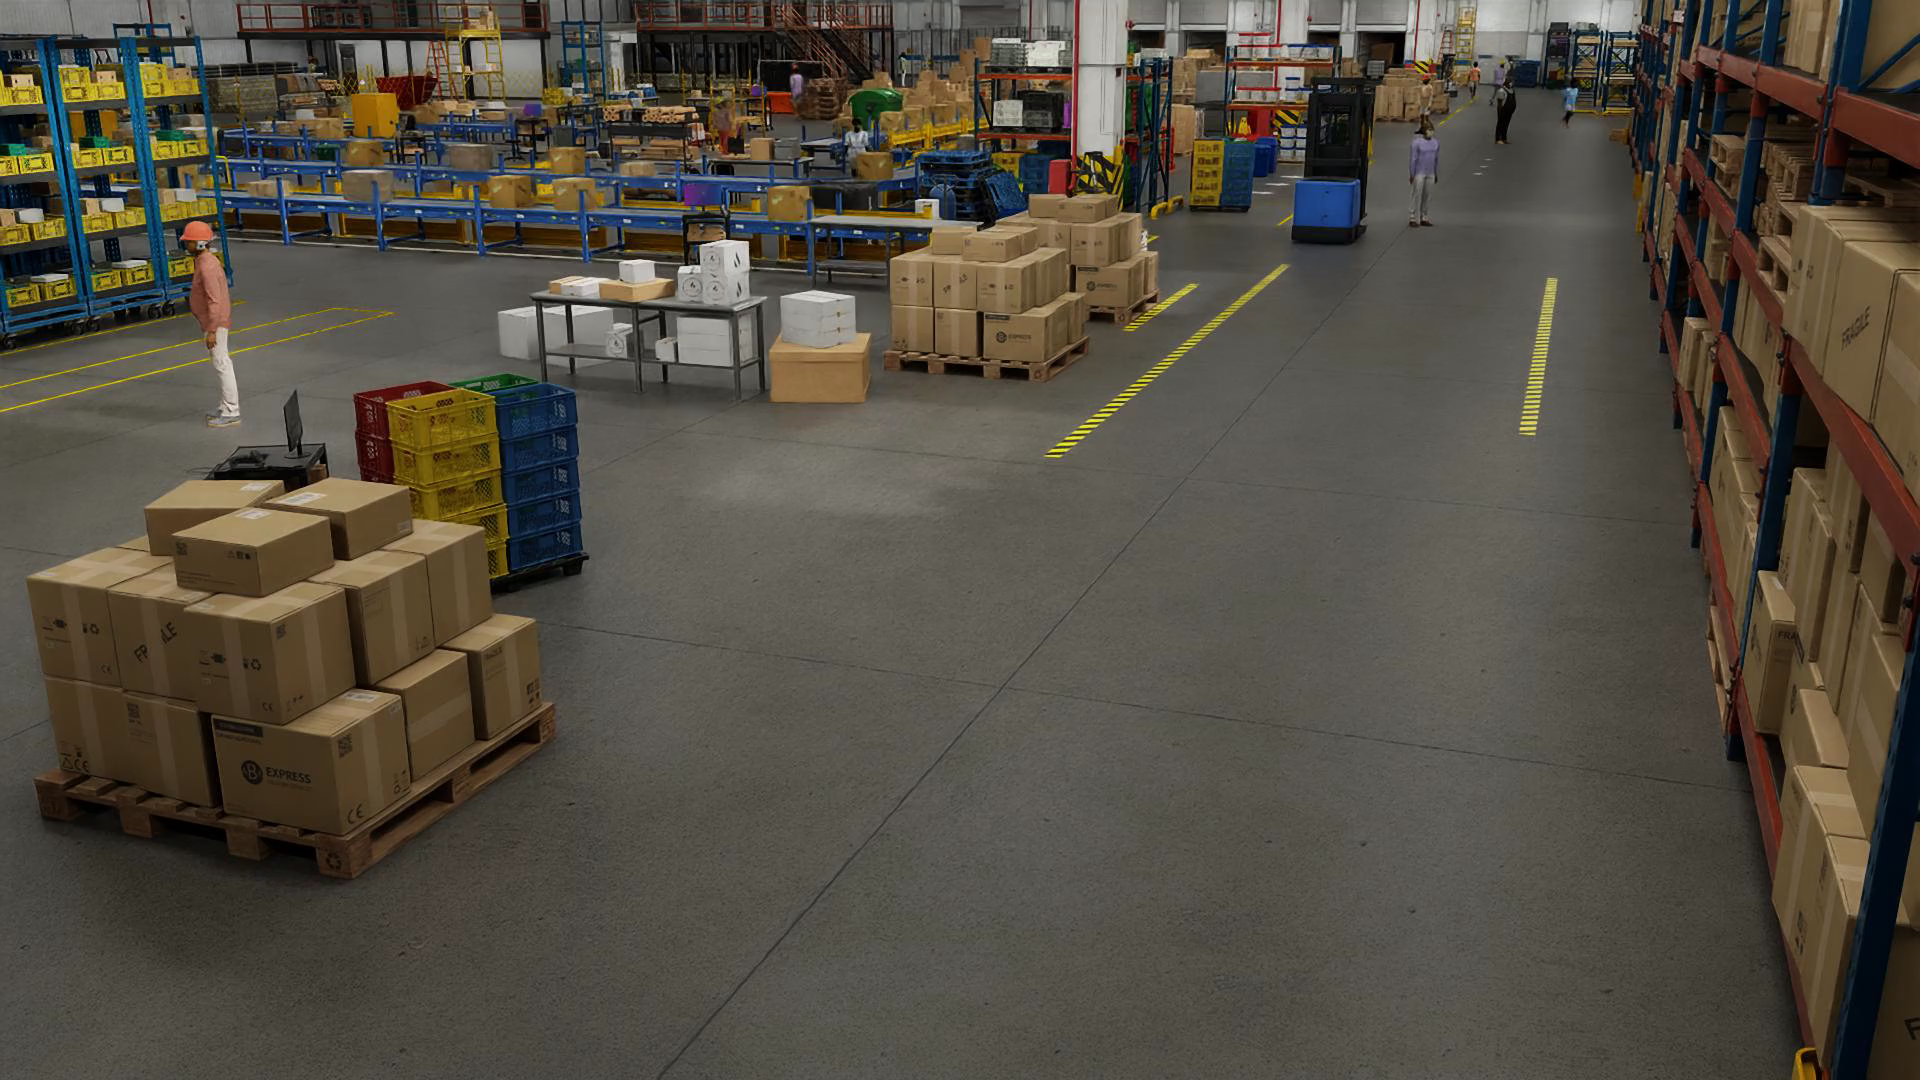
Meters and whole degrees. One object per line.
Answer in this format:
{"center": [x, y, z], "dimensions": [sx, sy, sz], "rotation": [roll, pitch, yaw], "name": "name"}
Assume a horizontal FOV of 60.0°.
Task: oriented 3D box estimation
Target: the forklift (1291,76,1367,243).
{"center": [6.598, -6.755, 29.381], "dimensions": [1.129, 2.768, 1.873], "rotation": [6, 19, 19], "name": "forklift"}

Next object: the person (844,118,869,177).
{"center": [-2.302, -8.579, 37.097], "dimensions": [0.532, 1.659, 0.877], "rotation": [1, 18, 2], "name": "person"}

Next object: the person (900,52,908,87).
{"center": [-2.965, -24.724, 87.523], "dimensions": [0.429, 1.847, 0.628], "rotation": [0, 18, 0], "name": "person"}

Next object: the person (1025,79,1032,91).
{"center": [2.697, -17.477, 64.713], "dimensions": [0.311, 1.869, 0.530], "rotation": [-1, 18, -2], "name": "person"}

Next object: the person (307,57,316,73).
{"center": [-30.372, -21.691, 77.983], "dimensions": [0.361, 1.859, 0.651], "rotation": [-15, 23, -39], "name": "person"}

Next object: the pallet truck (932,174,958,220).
{"center": [-0.507, -5.292, 27.348], "dimensions": [0.653, 1.274, 1.630], "rotation": [6, 19, 19], "name": "pallet truck"}

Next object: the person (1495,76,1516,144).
{"center": [16.655, -13.090, 50.650], "dimensions": [0.688, 2.000, 0.536], "rotation": [-15, 23, -38], "name": "person"}

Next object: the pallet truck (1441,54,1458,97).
{"center": [22.765, -21.886, 78.355], "dimensions": [0.823, 1.965, 1.885], "rotation": [-4, 18, -14], "name": "pallet truck"}

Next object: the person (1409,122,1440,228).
{"center": [8.702, -6.847, 31.198], "dimensions": [0.635, 1.939, 0.362], "rotation": [-7, 19, -21], "name": "person"}

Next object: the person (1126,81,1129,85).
{"center": [9.083, -25.826, 90.899], "dimensions": [0.634, 1.891, 0.983], "rotation": [-7, 19, -22], "name": "person"}

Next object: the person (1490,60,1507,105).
{"center": [23.100, -19.585, 71.291], "dimensions": [0.806, 1.902, 0.595], "rotation": [-16, 23, -40], "name": "person"}

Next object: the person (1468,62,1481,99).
{"center": [23.749, -21.228, 76.796], "dimensions": [0.543, 1.679, 0.431], "rotation": [2, 18, 6], "name": "person"}

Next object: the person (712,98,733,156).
{"center": [-6.350, -11.022, 44.718], "dimensions": [0.531, 1.699, 0.854], "rotation": [10, 20, 29], "name": "person"}

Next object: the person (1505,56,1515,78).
{"center": [26.716, -22.629, 80.951], "dimensions": [0.530, 1.837, 0.373], "rotation": [-6, 19, -18], "name": "person"}

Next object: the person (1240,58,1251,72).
{"center": [13.229, -21.288, 76.760], "dimensions": [0.500, 1.826, 0.630], "rotation": [-7, 19, -20], "name": "person"}

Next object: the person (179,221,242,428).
{"center": [-7.277, -2.099, 16.185], "dimensions": [0.374, 1.997, 0.609], "rotation": [-7, 19, -22], "name": "person"}

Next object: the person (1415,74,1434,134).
{"center": [15.315, -14.358, 54.797], "dimensions": [0.370, 1.939, 0.543], "rotation": [-7, 19, -22], "name": "person"}

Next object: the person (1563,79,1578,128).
{"center": [21.116, -15.130, 57.646], "dimensions": [0.540, 1.681, 0.475], "rotation": [-6, 19, -18], "name": "person"}

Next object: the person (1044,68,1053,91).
{"center": [4.444, -23.854, 84.720], "dimensions": [0.651, 1.881, 0.532], "rotation": [-1, 18, -2], "name": "person"}

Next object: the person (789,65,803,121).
{"center": [-6.036, -16.465, 61.273], "dimensions": [0.609, 2.029, 0.432], "rotation": [-16, 24, -42], "name": "person"}
